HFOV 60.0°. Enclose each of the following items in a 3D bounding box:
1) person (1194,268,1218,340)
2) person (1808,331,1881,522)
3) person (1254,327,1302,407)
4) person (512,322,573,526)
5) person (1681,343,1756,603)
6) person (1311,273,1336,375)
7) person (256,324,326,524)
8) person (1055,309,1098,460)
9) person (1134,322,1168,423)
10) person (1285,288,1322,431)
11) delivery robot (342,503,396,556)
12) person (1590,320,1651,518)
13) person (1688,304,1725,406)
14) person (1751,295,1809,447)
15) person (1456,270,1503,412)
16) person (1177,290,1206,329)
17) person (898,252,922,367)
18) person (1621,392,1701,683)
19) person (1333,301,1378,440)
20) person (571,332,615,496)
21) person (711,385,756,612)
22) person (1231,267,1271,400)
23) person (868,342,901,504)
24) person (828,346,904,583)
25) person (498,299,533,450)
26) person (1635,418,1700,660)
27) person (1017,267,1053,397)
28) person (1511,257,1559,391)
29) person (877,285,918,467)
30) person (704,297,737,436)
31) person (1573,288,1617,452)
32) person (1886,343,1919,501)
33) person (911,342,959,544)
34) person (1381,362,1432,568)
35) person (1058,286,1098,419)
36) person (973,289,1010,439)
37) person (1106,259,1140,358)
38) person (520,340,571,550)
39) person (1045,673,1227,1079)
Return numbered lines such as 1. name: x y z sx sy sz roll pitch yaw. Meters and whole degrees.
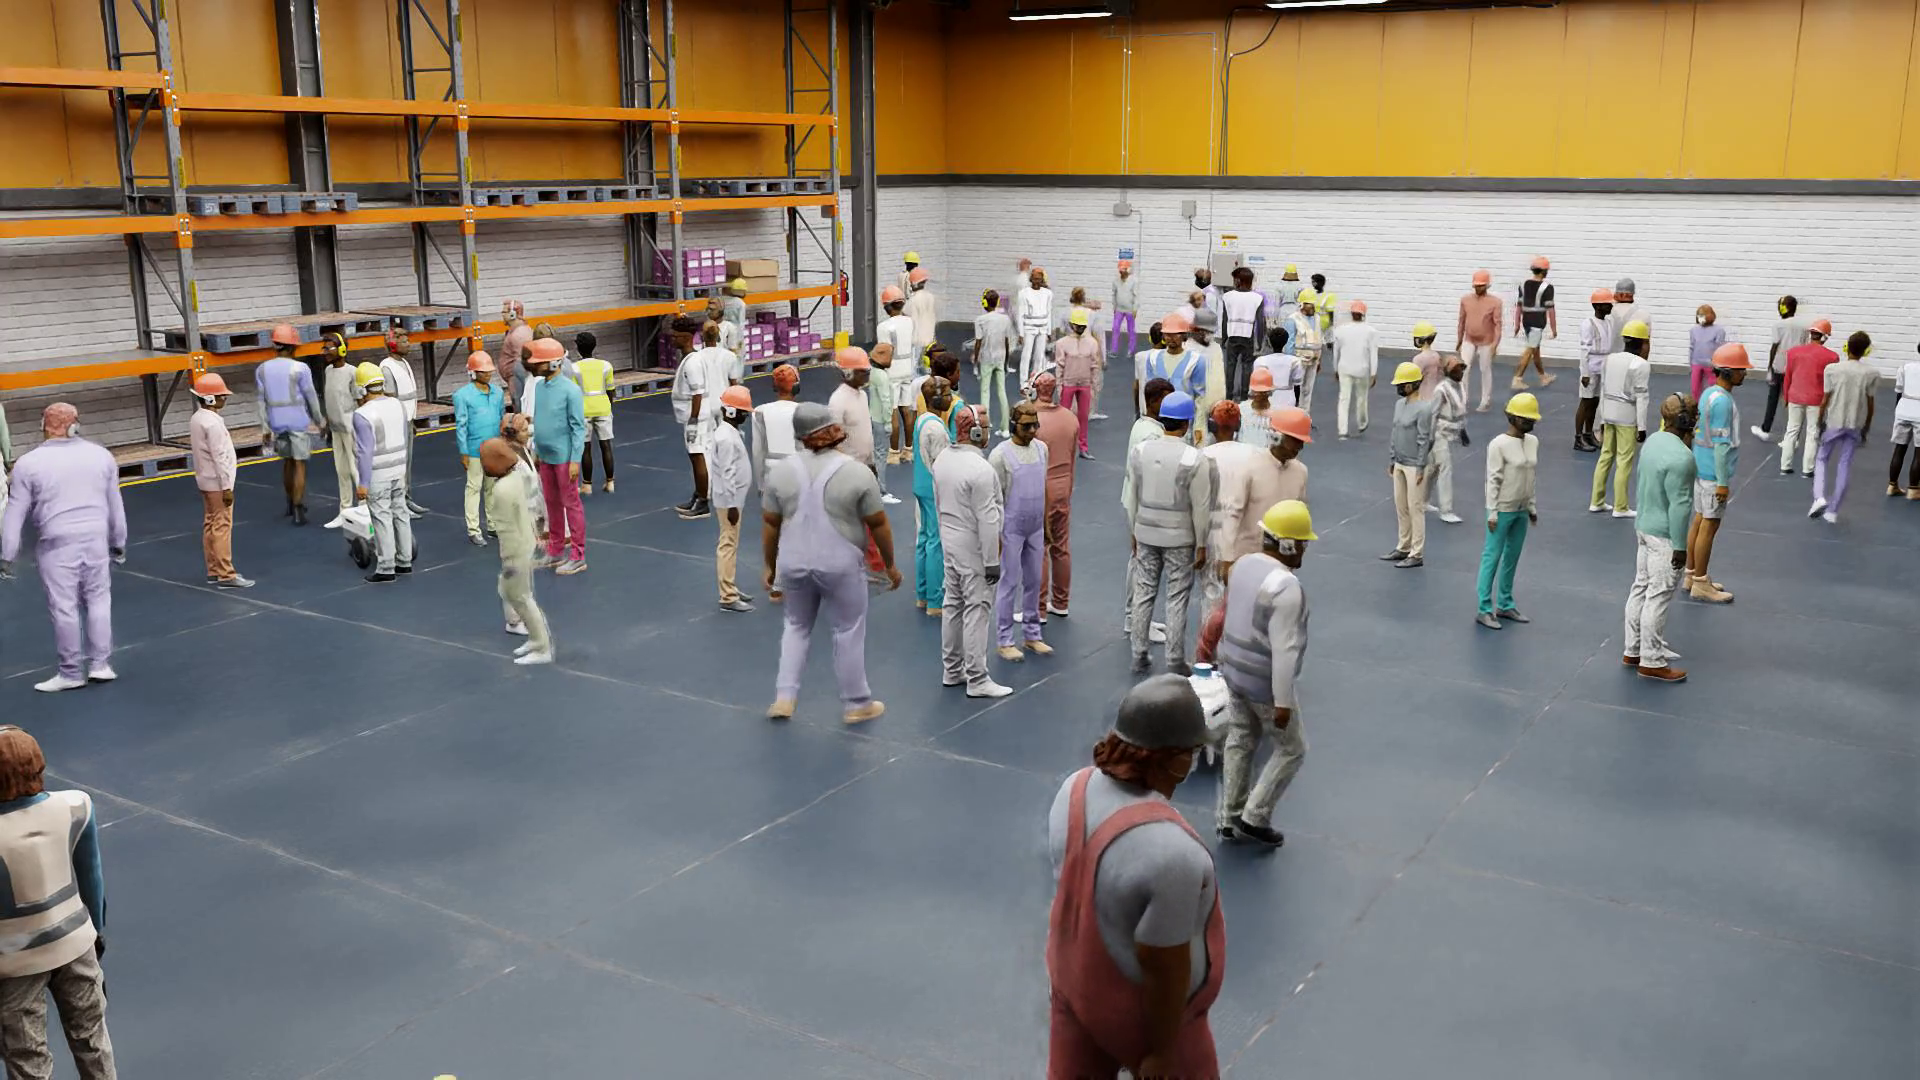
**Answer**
1. person: 3.606 -3.106 24.717 0.429 1.841 0.634 -1 13 -3
2. person: 8.440 -1.068 15.878 0.516 1.847 0.418 5 14 20
3. person: 3.357 -1.410 17.675 0.540 1.695 0.317 -1 13 -3
4. person: -3.891 -1.083 15.728 0.627 1.941 0.372 4 14 16
5. person: 5.979 -0.534 13.118 0.378 2.044 0.607 3 13 13
6. person: 5.809 -3.424 26.507 0.820 1.669 0.552 -11 17 -40
7. person: -6.421 -1.103 15.965 0.569 1.910 0.686 2 13 10
8. person: 1.347 -1.775 19.135 0.522 1.758 0.350 -4 14 -18
9. person: 1.963 -1.259 16.684 0.523 1.857 0.346 12 18 43
10. person: 4.383 -2.278 21.144 0.601 1.830 0.404 -10 16 -36
11. delivery robot: -5.091 -0.135 14.444 0.477 0.478 0.707 -10 17 -38
12. person: 6.475 -1.180 16.210 0.402 1.916 0.585 -5 14 -22
13. person: 9.679 -2.245 21.488 0.607 1.612 0.542 -9 16 -33
14. person: 10.003 -2.056 20.235 0.522 1.807 0.962 0 13 -2
15. person: 7.027 -2.689 22.655 0.688 1.954 0.847 11 17 39
16. person: 3.244 -2.794 23.852 0.578 1.607 0.603 -4 14 -17
17. person: -0.824 -3.812 27.590 0.382 1.924 0.594 -6 14 -25
18. person: 4.710 -0.026 11.139 0.353 1.938 0.635 0 13 2
19. person: 4.940 -2.127 20.762 0.574 1.701 0.899 5 14 22
20. person: -3.819 -1.303 17.206 0.536 1.697 0.322 -9 16 -33
21. person: -1.740 -0.327 12.868 0.347 1.744 0.564 -1 13 -4
22. person: 4.160 -2.968 23.976 0.823 1.902 0.629 -3 13 -11
23. person: -0.786 -1.188 16.854 0.281 1.633 0.498 -4 14 -17
24. person: -0.933 -0.633 13.752 0.958 1.958 0.629 4 14 17
25. person: -4.946 -1.731 18.606 0.404 1.911 0.636 -2 13 -9
26. person: 4.950 -0.048 11.665 0.311 1.744 0.486 3 13 11
27. person: 1.098 -3.039 24.332 0.574 1.884 0.357 -7 15 -29
28. person: 8.686 -3.238 24.959 1.029 1.986 0.635 -7 15 -26
29. person: -0.742 -1.852 18.837 0.368 2.043 0.608 10 16 36
30. person: -2.865 -1.960 19.734 0.504 1.847 0.344 8 15 31
31. person: 7.576 -2.026 19.811 0.547 1.942 0.350 -12 17 -41
32. person: 9.765 -1.238 16.952 0.321 1.685 0.542 -6 14 -25
33. person: -0.198 -0.837 14.813 0.538 1.869 0.313 -10 16 -36
34. person: 3.822 -0.645 14.233 0.344 1.756 0.532 -3 13 -15
35. person: 1.504 -2.389 21.660 0.495 1.811 0.715 -4 14 -18
36. person: 0.395 -2.185 20.693 0.508 1.860 0.319 -6 14 -25
37. person: 2.840 -4.010 28.901 0.577 1.711 0.837 8 15 30
38. person: -3.727 -0.855 14.886 0.343 1.876 0.576 -10 16 -36
39. person: 0.498 1.331 5.031 0.987 2.000 0.687 -7 15 -29
